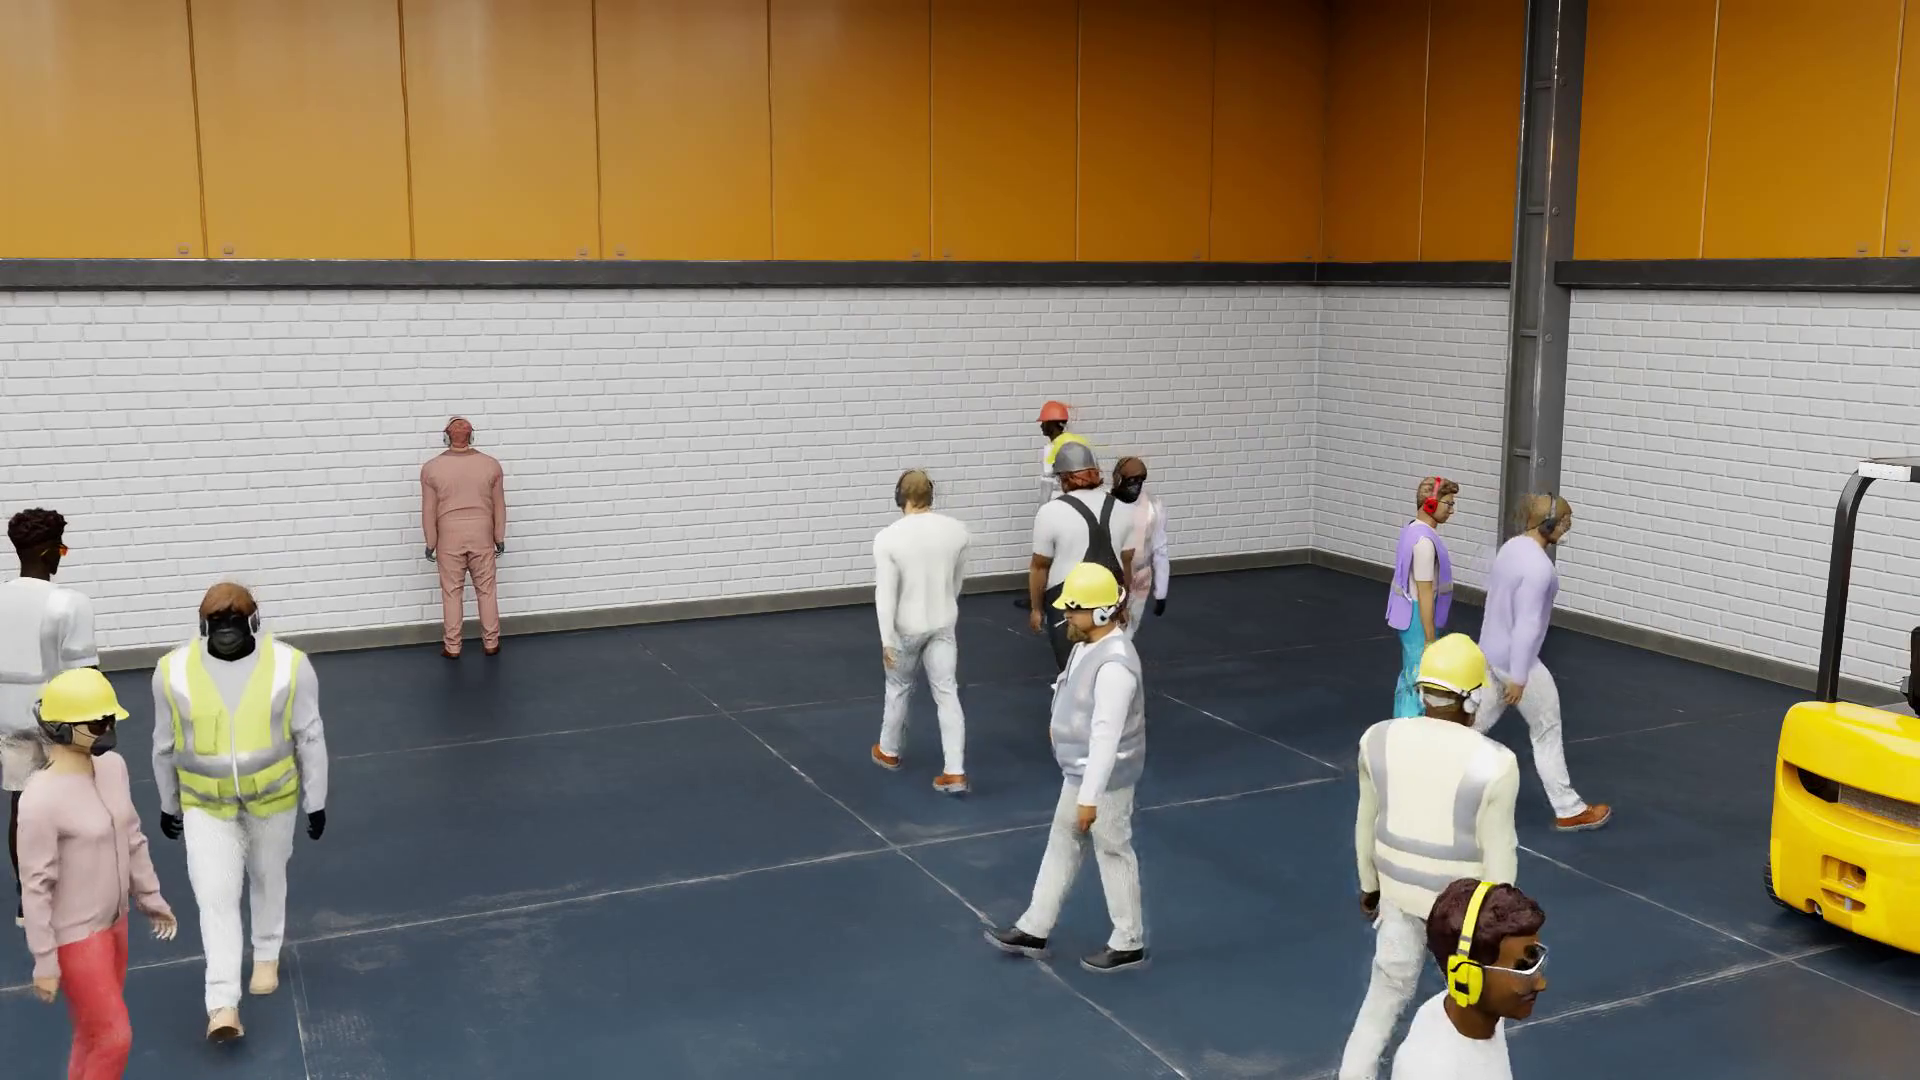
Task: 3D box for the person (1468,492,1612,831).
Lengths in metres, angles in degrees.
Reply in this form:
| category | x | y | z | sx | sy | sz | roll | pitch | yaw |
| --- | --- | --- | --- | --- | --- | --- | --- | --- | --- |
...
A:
| category | x | y | z | sx | sy | sz | roll | pitch | yaw |
| --- | --- | --- | --- | --- | --- | --- | --- | --- | --- |
| person | 2.993 | 0.669 | 8.994 | 1.046 | 1.879 | 0.641 | 0 | 9 | -2 |

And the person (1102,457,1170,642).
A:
| category | x | y | z | sx | sy | sz | roll | pitch | yaw |
| --- | --- | --- | --- | --- | --- | --- | --- | --- | --- |
| person | 1.091 | 0.350 | 11.159 | 0.647 | 1.793 | 0.947 | -1 | 9 | -5 |

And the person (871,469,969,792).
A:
| category | x | y | z | sx | sy | sz | roll | pitch | yaw |
| --- | --- | --- | --- | --- | --- | --- | --- | --- | --- |
| person | -0.229 | 0.521 | 9.839 | 0.617 | 1.888 | 1.001 | -4 | 10 | -22 |

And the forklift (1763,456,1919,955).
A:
| category | x | y | z | sx | sy | sz | roll | pitch | yaw |
| --- | --- | --- | --- | --- | --- | --- | --- | --- | --- |
| forklift | 4.857 | 0.731 | 7.561 | 2.313 | 2.155 | 1.214 | -4 | 10 | -25 |

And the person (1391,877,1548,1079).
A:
| category | x | y | z | sx | sy | sz | roll | pitch | yaw |
| --- | --- | --- | --- | --- | --- | --- | --- | --- | --- |
| person | 1.015 | 1.567 | 3.526 | 0.936 | 1.831 | 0.512 | 4 | 10 | 23 |

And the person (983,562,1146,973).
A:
| category | x | y | z | sx | sy | sz | roll | pitch | yaw |
| --- | --- | --- | --- | --- | --- | --- | --- | --- | --- |
| person | 0.470 | 0.991 | 7.123 | 0.735 | 1.805 | 0.624 | -1 | 9 | -8 |

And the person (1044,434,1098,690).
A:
| category | x | y | z | sx | sy | sz | roll | pitch | yaw |
| --- | --- | --- | --- | --- | --- | --- | --- | --- | --- |
| person | 0.826 | 0.184 | 11.862 | 0.435 | 1.903 | 0.625 | 3 | 10 | 18 |

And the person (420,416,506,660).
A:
| category | x | y | z | sx | sy | sz | roll | pitch | yaw |
| --- | --- | --- | --- | --- | --- | --- | --- | --- | --- |
| person | -3.896 | -0.014 | 13.081 | 0.651 | 1.908 | 0.401 | -4 | 10 | -25 |

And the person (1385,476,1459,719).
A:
| category | x | y | z | sx | sy | sz | roll | pitch | yaw |
| --- | --- | --- | --- | --- | --- | --- | --- | --- | --- |
| person | 2.726 | 0.537 | 9.867 | 0.389 | 1.838 | 0.563 | 1 | 9 | 7 |

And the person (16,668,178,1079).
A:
| category | x | y | z | sx | sy | sz | roll | pitch | yaw |
| --- | --- | --- | --- | --- | --- | --- | --- | --- | --- |
| person | -2.836 | 1.281 | 5.513 | 0.426 | 1.760 | 0.542 | 0 | 9 | -1 |

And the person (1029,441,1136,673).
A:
| category | x | y | z | sx | sy | sz | roll | pitch | yaw |
| --- | --- | --- | --- | --- | --- | --- | --- | --- | --- |
| person | 0.812 | 0.359 | 10.341 | 0.687 | 2.000 | 0.941 | -5 | 11 | -30 |

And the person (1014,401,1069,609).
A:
| category | x | y | z | sx | sy | sz | roll | pitch | yaw |
| --- | --- | --- | --- | --- | --- | --- | --- | --- | --- |
| person | 0.923 | -0.283 | 14.756 | 0.881 | 1.908 | 0.546 | 3 | 10 | 17 |

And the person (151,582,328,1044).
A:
| category | x | y | z | sx | sy | sz | roll | pitch | yaw |
| --- | --- | --- | --- | --- | --- | --- | --- | --- | --- |
| person | -2.885 | 1.068 | 6.686 | 0.655 | 1.793 | 0.962 | -4 | 10 | -21 |

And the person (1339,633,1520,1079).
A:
| category | x | y | z | sx | sy | sz | roll | pitch | yaw |
| --- | --- | --- | --- | --- | --- | --- | --- | --- | --- |
| person | 1.614 | 1.219 | 5.767 | 0.600 | 1.803 | 0.856 | 8 | 12 | 40 |

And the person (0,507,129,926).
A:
| category | x | y | z | sx | sy | sz | roll | pitch | yaw |
| --- | --- | --- | --- | --- | --- | --- | --- | --- | --- |
| person | -4.233 | 0.821 | 7.705 | 0.613 | 1.963 | 0.363 | 1 | 9 | 8 |
